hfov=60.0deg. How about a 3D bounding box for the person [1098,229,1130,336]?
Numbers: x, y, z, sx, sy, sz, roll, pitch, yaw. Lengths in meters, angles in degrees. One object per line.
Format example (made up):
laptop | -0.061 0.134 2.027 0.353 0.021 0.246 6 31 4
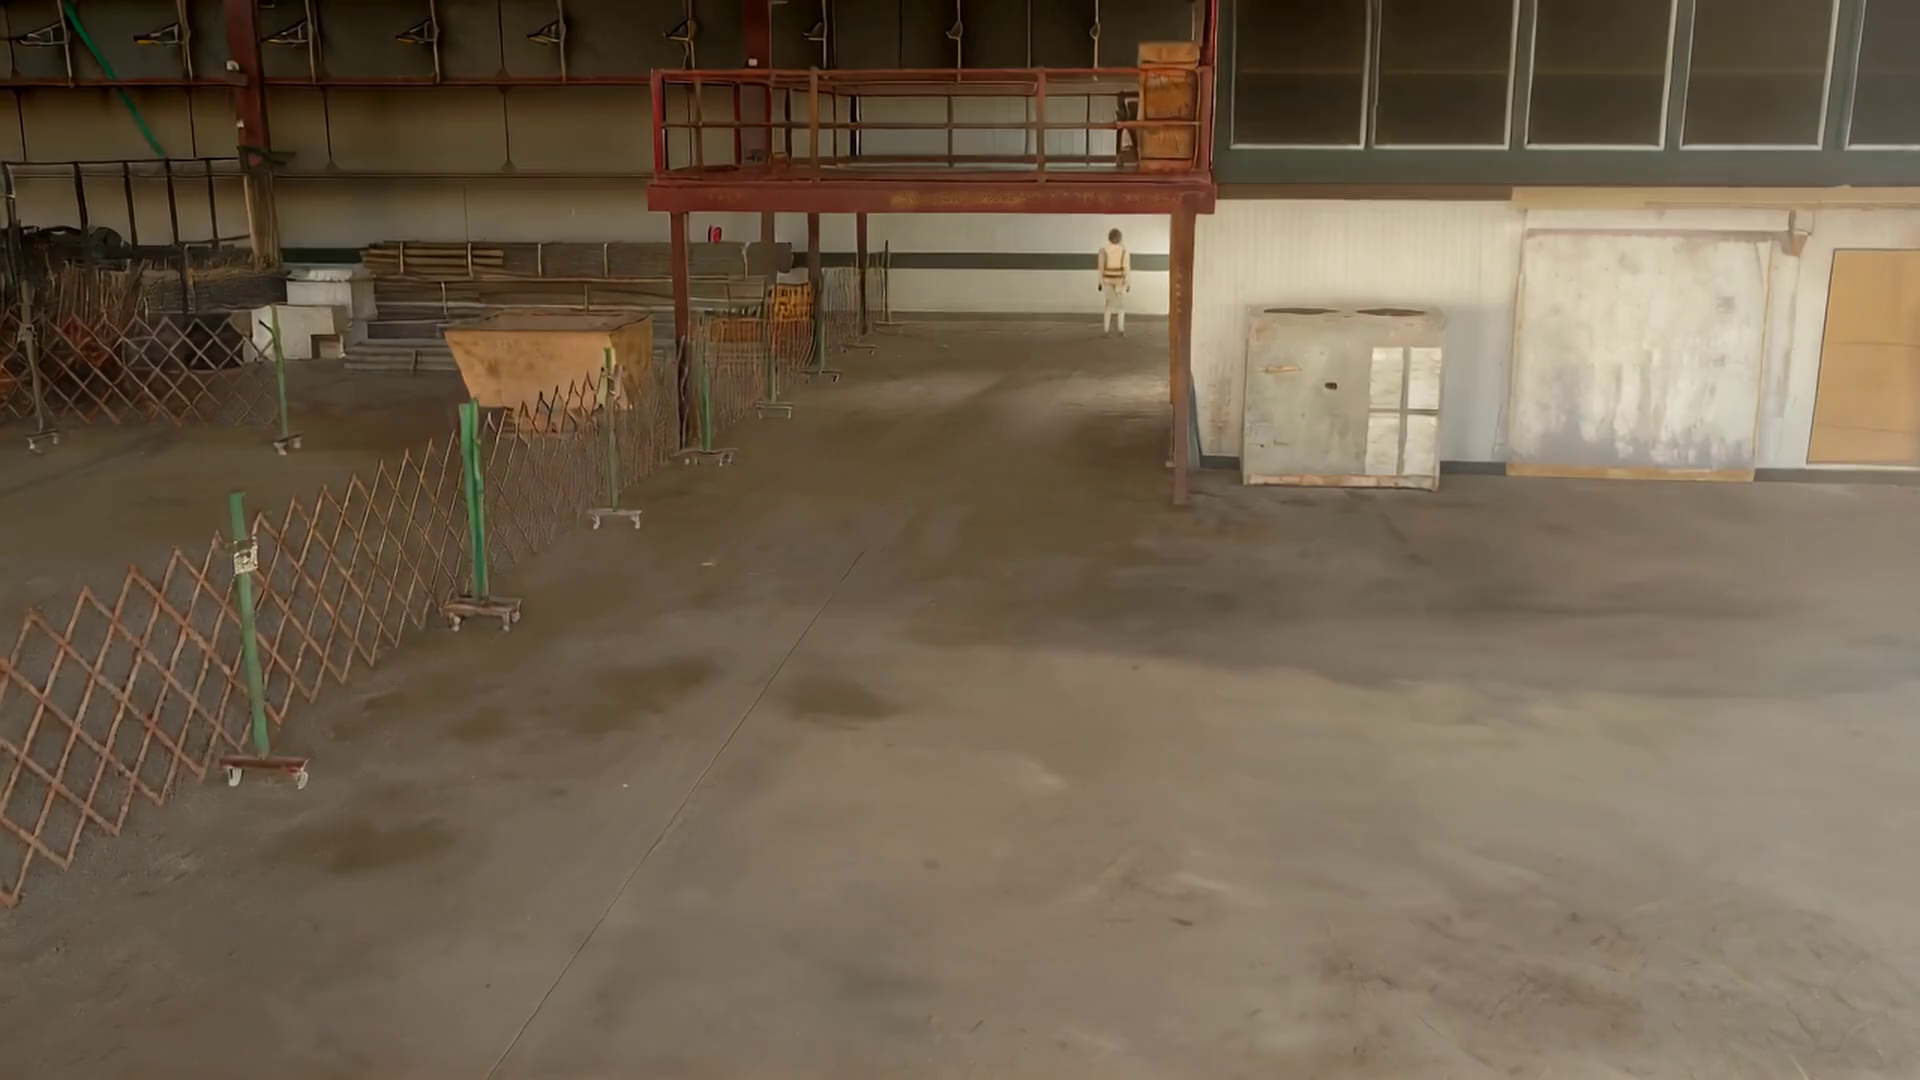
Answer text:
person | 2.737 -4.574 29.567 0.574 1.883 0.360 2 14 9
